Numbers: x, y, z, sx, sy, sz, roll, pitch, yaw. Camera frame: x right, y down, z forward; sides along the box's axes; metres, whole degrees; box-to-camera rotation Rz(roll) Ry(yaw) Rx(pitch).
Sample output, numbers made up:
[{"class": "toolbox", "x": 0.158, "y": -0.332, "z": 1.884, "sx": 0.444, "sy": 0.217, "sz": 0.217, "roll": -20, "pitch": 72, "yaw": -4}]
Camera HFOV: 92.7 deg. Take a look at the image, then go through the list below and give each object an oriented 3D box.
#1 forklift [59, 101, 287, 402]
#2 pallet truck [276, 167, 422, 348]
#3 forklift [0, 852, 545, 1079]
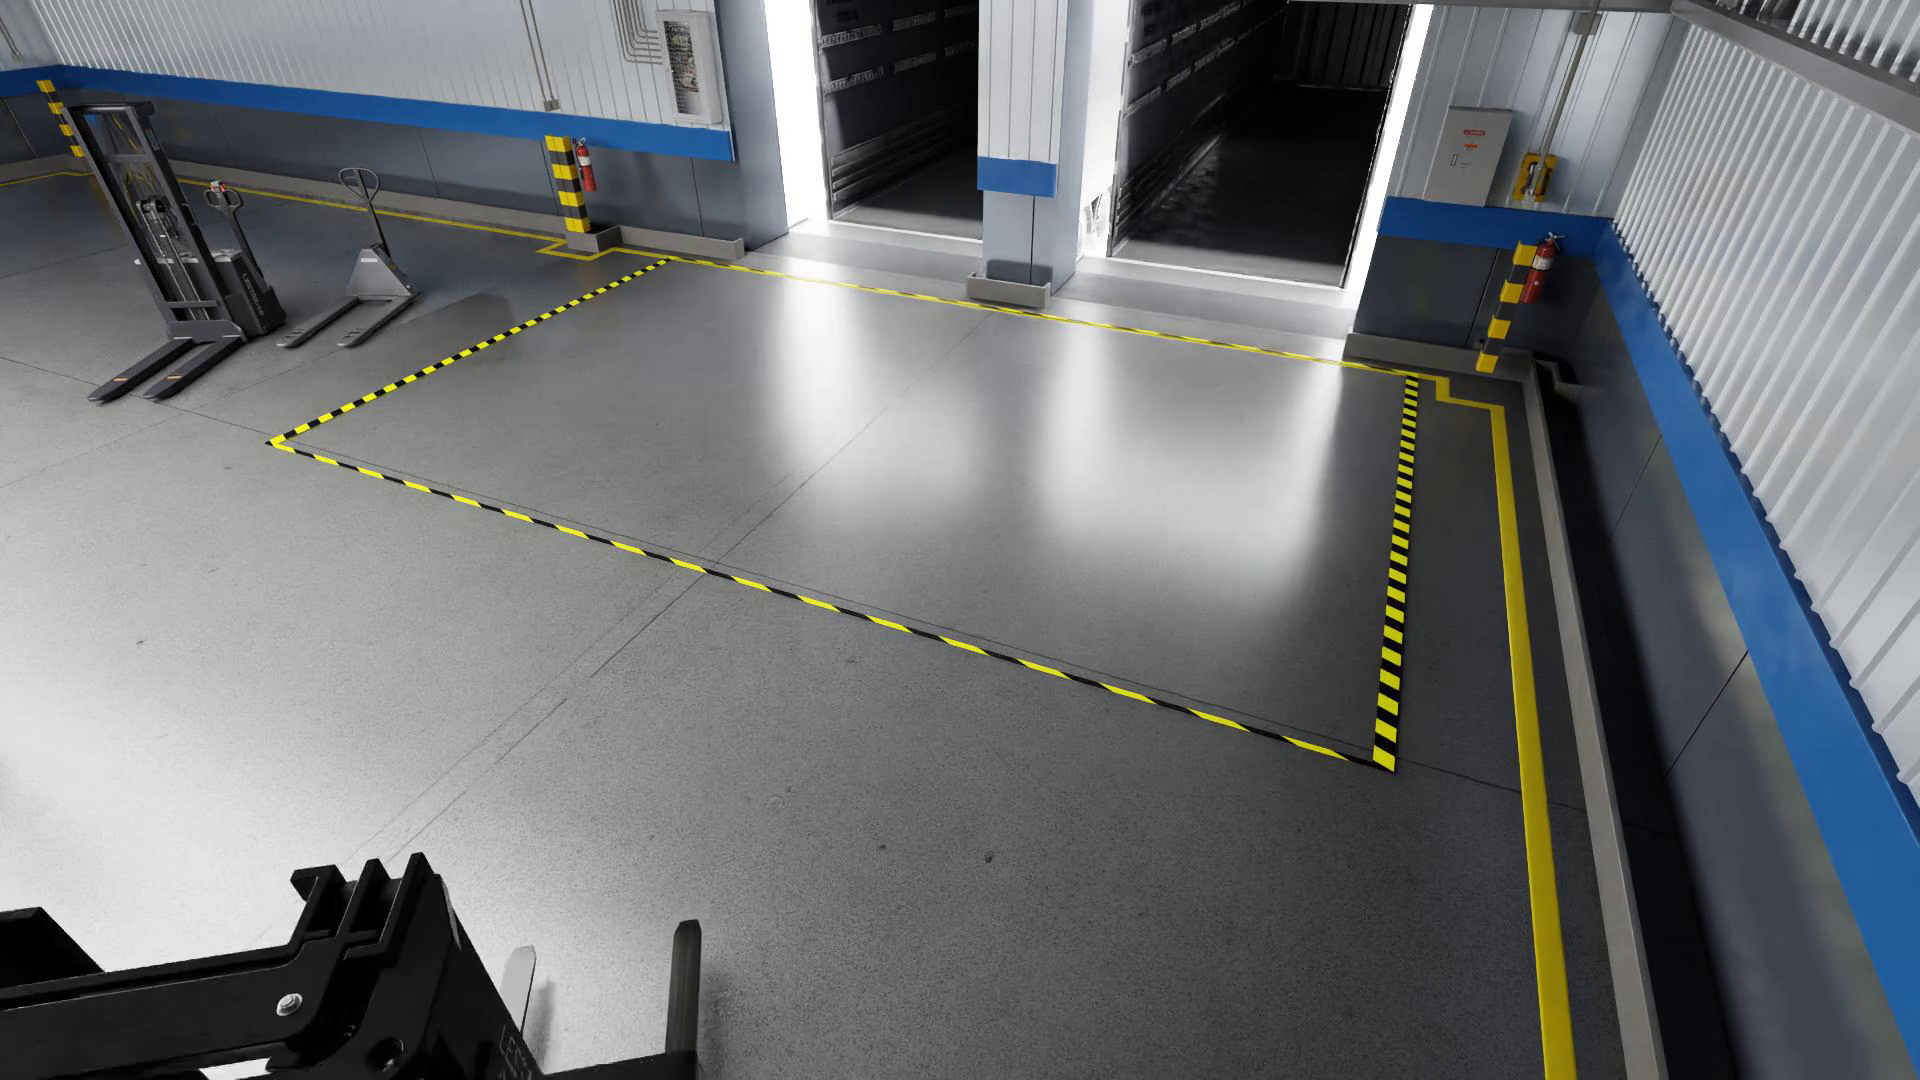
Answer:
[{"class": "forklift", "x": -6.686, "y": -2.387, "z": 7.434, "sx": 0.823, "sy": 1.965, "sz": 1.885, "roll": -3, "pitch": 35, "yaw": -5}, {"class": "pallet truck", "x": -5.732, "y": -2.611, "z": 8.414, "sx": 0.680, "sy": 1.201, "sz": 1.601, "roll": -1, "pitch": 35, "yaw": -1}, {"class": "forklift", "x": -0.879, "y": 1.973, "z": 0.888, "sx": 1.157, "sy": 2.036, "sz": 2.680, "roll": -6, "pitch": 35, "yaw": -8}]
